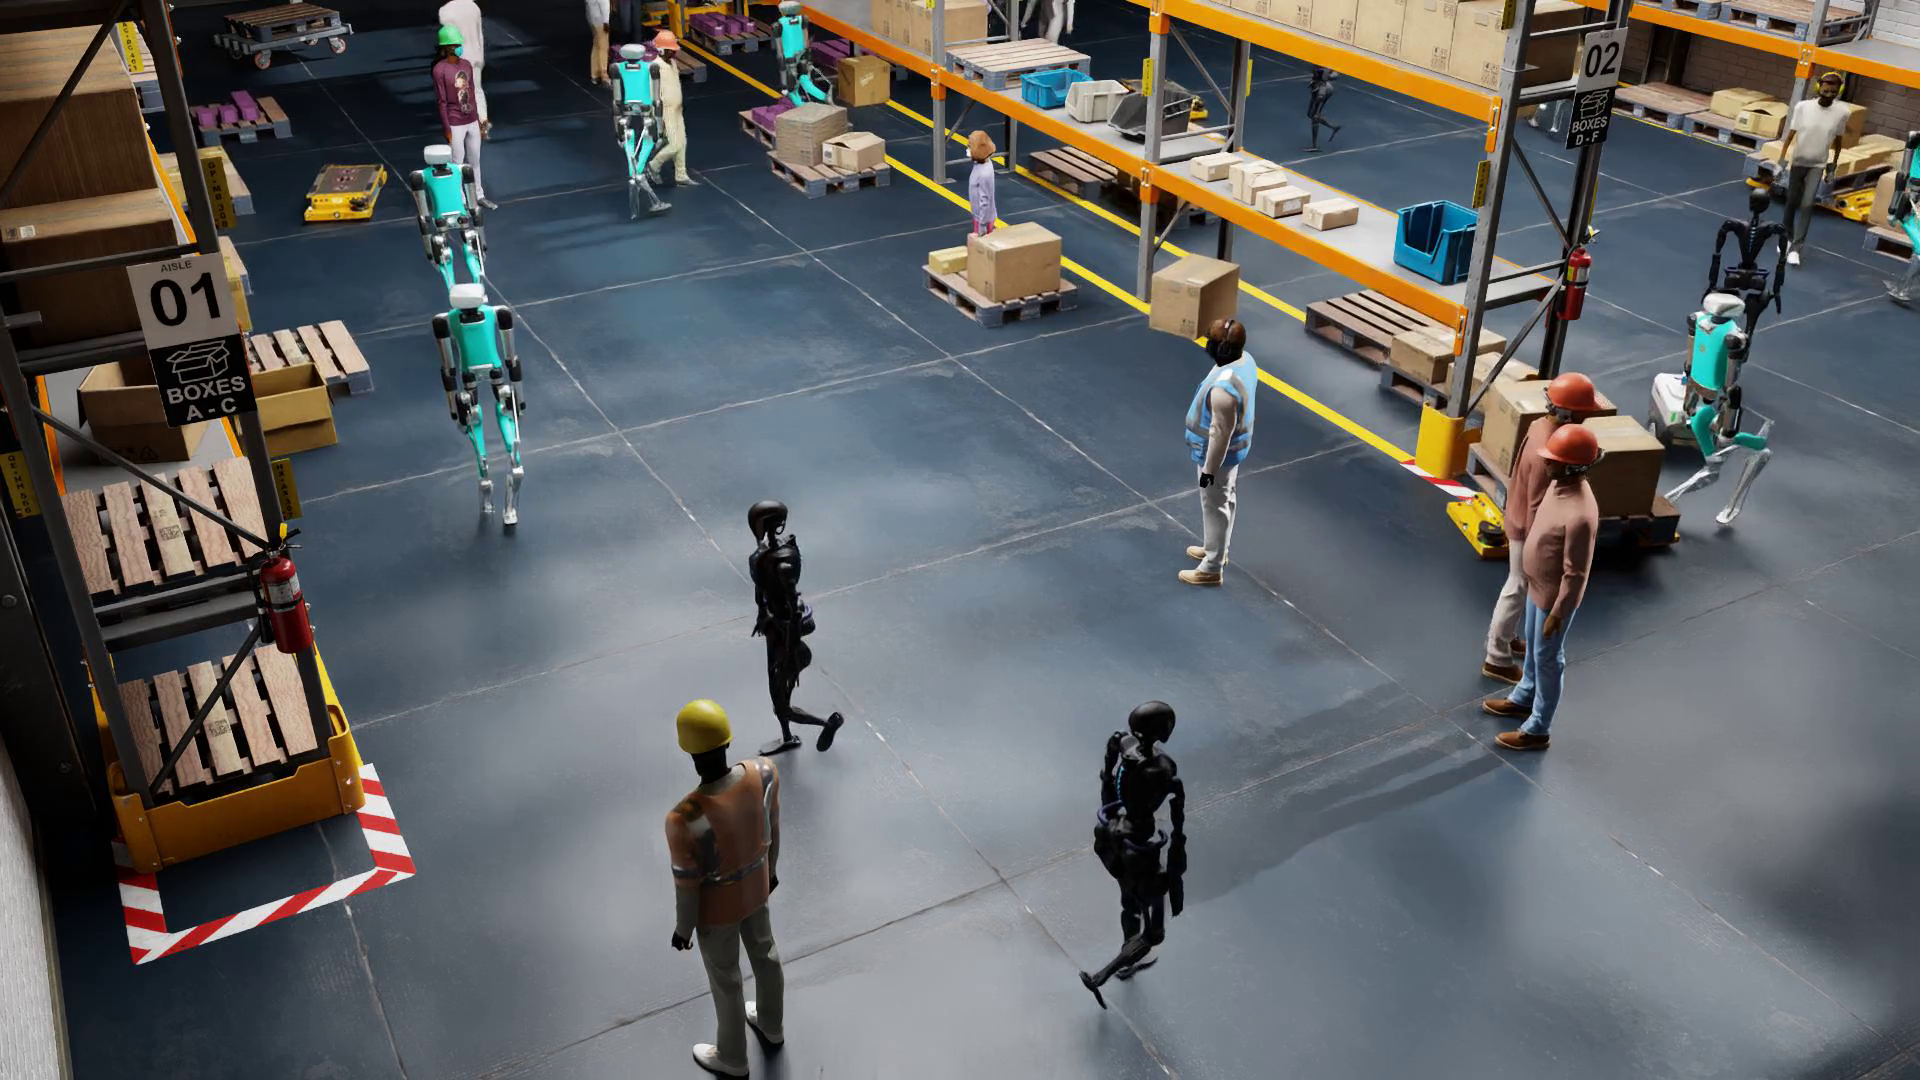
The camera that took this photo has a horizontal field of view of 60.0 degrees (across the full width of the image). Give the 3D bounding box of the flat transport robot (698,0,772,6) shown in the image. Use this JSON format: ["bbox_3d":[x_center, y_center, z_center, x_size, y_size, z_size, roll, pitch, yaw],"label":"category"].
[{"bbox_3d":[-3.705,-8.588,26.360,1.431,0.231,0.659,-10,31,-17],"label":"flat transport robot"}]

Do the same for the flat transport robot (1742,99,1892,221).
[{"bbox_3d":[9.340,-3.785,17.998,0.659,0.231,1.431,-16,33,-25],"label":"flat transport robot"}]

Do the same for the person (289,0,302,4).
[{"bbox_3d":[-9.861,-8.437,24.535,0.429,1.831,0.633,-13,32,-21],"label":"person"}]

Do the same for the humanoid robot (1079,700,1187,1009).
[{"bbox_3d":[0.742,1.416,7.544,0.565,1.646,0.595,-18,34,-28],"label":"humanoid robot"}]

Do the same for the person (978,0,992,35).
[{"bbox_3d":[0.221,-6.731,21.485,0.406,1.905,0.651,-10,31,-17],"label":"person"}]

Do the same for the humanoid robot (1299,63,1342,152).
[{"bbox_3d":[4.258,-5.326,19.273,0.475,1.644,0.607,-1,30,-1],"label":"humanoid robot"}]

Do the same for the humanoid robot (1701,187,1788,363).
[{"bbox_3d":[6.443,-2.059,13.642,0.609,1.633,0.790,12,32,21],"label":"humanoid robot"}]

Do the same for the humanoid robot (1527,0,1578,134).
[{"bbox_3d":[7.071,-5.633,19.793,0.537,1.761,1.029,0,30,-1],"label":"humanoid robot"}]

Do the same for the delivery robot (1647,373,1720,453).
[{"bbox_3d":[5.579,-0.996,12.847,0.499,0.586,0.773,5,30,8],"label":"delivery robot"}]

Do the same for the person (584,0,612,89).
[{"bbox_3d":[-4.723,-6.834,21.867,0.334,1.714,0.687,-18,34,-28],"label":"person"}]

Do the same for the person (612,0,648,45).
[{"bbox_3d":[-4.530,-7.416,22.749,0.538,1.828,0.452,-20,36,-31],"label":"person"}]

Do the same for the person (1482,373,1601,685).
[{"bbox_3d":[3.410,-0.066,9.808,0.413,1.984,0.628,10,31,17],"label":"person"}]

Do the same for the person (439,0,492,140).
[{"bbox_3d":[-5.815,-5.649,19.575,0.463,1.930,0.665,13,32,21],"label":"person"}]

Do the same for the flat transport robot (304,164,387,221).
[{"bbox_3d":[-6.629,-3.770,17.972,0.659,0.231,1.431,-5,30,-8],"label":"flat transport robot"}]

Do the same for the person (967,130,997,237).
[{"bbox_3d":[0.192,-2.916,15.124,0.283,1.628,0.503,-3,30,-5],"label":"person"}]

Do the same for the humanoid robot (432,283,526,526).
[{"bbox_3d":[-3.227,-0.829,11.403,0.538,1.798,0.835,-9,31,-16],"label":"humanoid robot"}]

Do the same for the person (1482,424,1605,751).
[{"bbox_3d":[3.257,0.267,9.214,0.390,1.994,0.610,3,30,6],"label":"person"}]

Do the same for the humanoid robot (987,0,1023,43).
[{"bbox_3d":[0.650,-7.740,23.515,0.792,1.618,0.609,9,31,16],"label":"humanoid robot"}]

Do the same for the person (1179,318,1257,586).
[{"bbox_3d":[1.673,-0.575,10.833,0.429,1.843,0.626,9,31,16],"label":"person"}]

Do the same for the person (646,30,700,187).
[{"bbox_3d":[-3.174,-4.656,18.041,0.457,1.733,0.611,8,31,14],"label":"person"}]

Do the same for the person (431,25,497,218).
[{"bbox_3d":[-5.213,-4.370,17.330,0.423,1.950,0.498,19,35,29],"label":"person"}]

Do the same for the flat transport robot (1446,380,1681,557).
[{"bbox_3d":[4.231,-0.156,11.682,1.431,0.231,0.659,-4,30,-6],"label":"flat transport robot"}]

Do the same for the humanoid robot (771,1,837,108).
[{"bbox_3d":[-1.777,-5.282,19.150,1.068,1.734,0.550,22,36,33],"label":"humanoid robot"}]

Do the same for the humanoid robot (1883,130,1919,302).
[{"bbox_3d":[8.764,-2.936,15.053,0.558,1.786,0.827,-3,30,-5],"label":"humanoid robot"}]

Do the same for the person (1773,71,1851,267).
[{"bbox_3d":[8.172,-3.586,16.084,0.520,1.834,0.821,17,34,27],"label":"person"}]

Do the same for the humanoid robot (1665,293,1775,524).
[{"bbox_3d":[5.292,-0.864,11.462,0.965,1.761,0.539,-7,31,-12],"label":"humanoid robot"}]

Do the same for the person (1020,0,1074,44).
[{"bbox_3d":[1.087,-6.722,21.511,0.587,1.871,0.646,-23,37,-34],"label":"person"}]

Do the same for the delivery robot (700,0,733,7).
[{"bbox_3d":[-3.696,-8.379,25.686,0.759,0.573,0.499,-5,30,-9],"label":"delivery robot"}]

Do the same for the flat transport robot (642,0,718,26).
[{"bbox_3d":[-4.322,-8.113,25.532,1.431,0.231,0.659,-16,33,-25],"label":"flat transport robot"}]

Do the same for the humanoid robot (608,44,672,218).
[{"bbox_3d":[-3.332,-4.132,17.143,0.551,1.808,0.721,1,30,2],"label":"humanoid robot"}]

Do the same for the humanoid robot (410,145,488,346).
[{"bbox_3d":[-4.245,-2.378,14.115,0.543,1.827,0.750,-12,32,-20],"label":"humanoid robot"}]

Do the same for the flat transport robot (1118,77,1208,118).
[{"bbox_3d":[2.559,-5.634,21.217,0.659,0.231,1.431,-9,31,-16],"label":"flat transport robot"}]

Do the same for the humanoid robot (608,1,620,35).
[{"bbox_3d":[-5.149,-8.211,24.292,0.610,1.647,0.461,-13,32,-21],"label":"humanoid robot"}]

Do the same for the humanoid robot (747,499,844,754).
[{"bbox_3d":[-0.918,0.479,9.166,0.463,1.639,0.611,-13,32,-21],"label":"humanoid robot"}]

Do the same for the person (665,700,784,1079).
[{"bbox_3d":[-1.006,1.507,7.132,0.377,1.918,0.584,23,37,34],"label":"person"}]
